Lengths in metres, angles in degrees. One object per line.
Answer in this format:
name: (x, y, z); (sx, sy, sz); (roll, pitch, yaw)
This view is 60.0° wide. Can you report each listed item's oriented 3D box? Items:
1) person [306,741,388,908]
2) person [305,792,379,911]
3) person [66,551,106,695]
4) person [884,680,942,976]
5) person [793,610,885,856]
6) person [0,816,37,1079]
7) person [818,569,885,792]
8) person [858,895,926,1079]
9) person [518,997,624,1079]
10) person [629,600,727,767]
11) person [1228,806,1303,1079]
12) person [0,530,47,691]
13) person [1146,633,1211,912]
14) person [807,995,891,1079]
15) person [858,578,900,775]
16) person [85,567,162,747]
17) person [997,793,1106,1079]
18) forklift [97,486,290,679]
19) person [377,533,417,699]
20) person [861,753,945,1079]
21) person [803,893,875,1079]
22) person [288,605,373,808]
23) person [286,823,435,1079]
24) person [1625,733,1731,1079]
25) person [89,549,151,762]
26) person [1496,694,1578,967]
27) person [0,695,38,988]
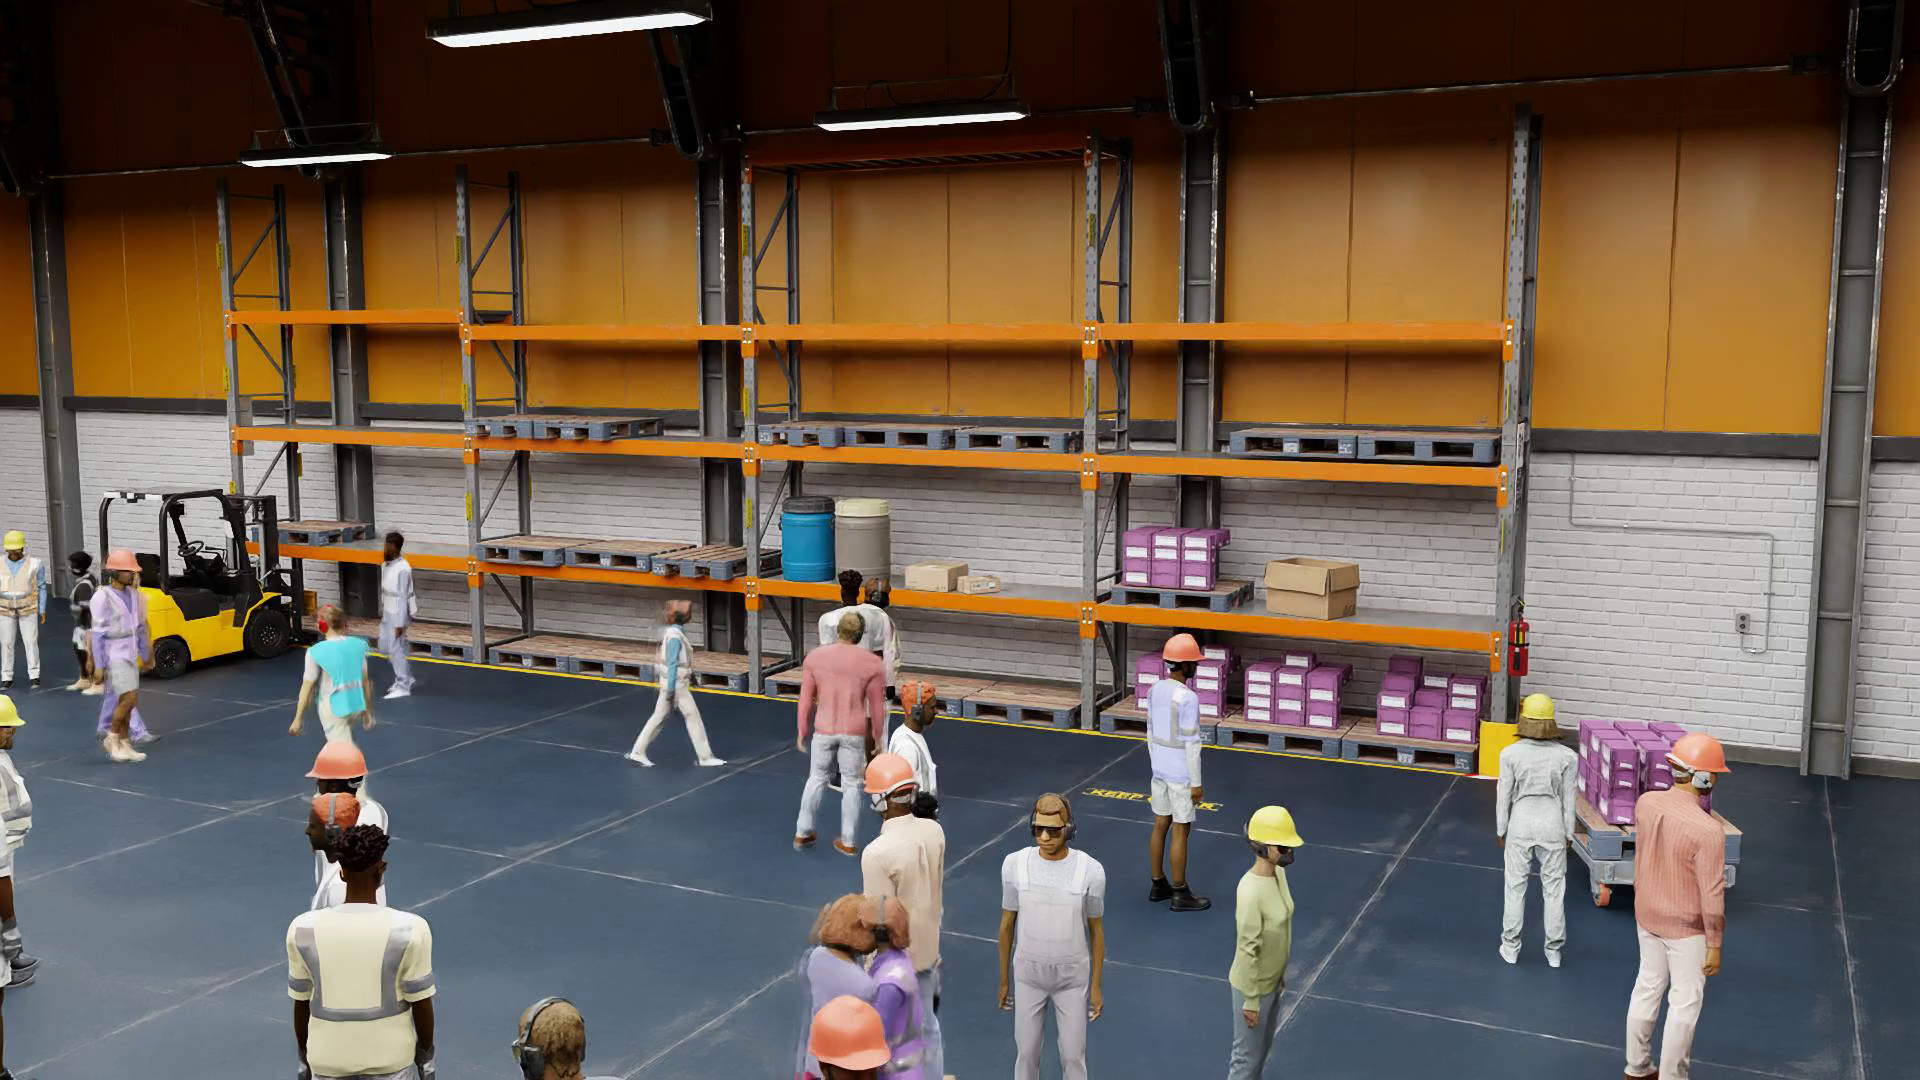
person: (-3.149, 1.986, 8.561); (0.361, 1.939, 0.543); (0, 7, 3)
person: (-2.885, 2.104, 7.823); (0.356, 1.883, 0.573); (-2, 7, -14)
person: (-9.779, 0.930, 18.430); (0.515, 1.655, 0.584); (-2, 7, -19)
person: (-0.294, 1.802, 10.344); (0.358, 1.880, 0.575); (0, 7, 1)
person: (-0.940, 1.491, 12.863); (0.749, 1.911, 0.498); (0, 7, 4)
person: (-5.124, 1.970, 8.581); (0.600, 1.967, 0.367); (1, 7, 11)
person: (-0.958, 1.235, 14.659); (0.609, 1.965, 0.369); (-3, 7, -20)
person: (-0.298, 2.321, 7.222); (0.881, 1.593, 0.505); (-1, 7, -7)
person: (-1.249, 2.392, 5.266); (0.373, 1.930, 0.637); (4, 8, 29)
person: (-2.660, 1.331, 15.398); (0.882, 1.590, 0.504); (-2, 7, -12)
person: (1.474, 2.139, 8.010); (0.329, 1.767, 0.528); (3, 8, 26)
person: (-10.698, 0.793, 18.880); (0.586, 1.827, 0.403); (-3, 8, -23)
person: (1.527, 1.613, 11.643); (0.371, 1.939, 0.543); (-3, 8, -25)
person: (-0.353, 2.383, 5.276); (0.546, 1.942, 0.352); (-3, 8, -26)
person: (-0.756, 1.255, 15.037); (0.429, 1.837, 0.620); (-5, 8, -33)
person: (-8.142, 1.128, 16.238); (0.973, 1.786, 0.578); (2, 7, 19)
person: (0.432, 2.107, 7.947); (0.514, 1.845, 0.339); (1, 7, 10)
forklift: (-9.426, 0.454, 20.179); (1.214, 2.155, 2.313); (3, 8, 26)
person: (-6.220, 0.832, 18.408); (0.391, 1.868, 0.687); (-5, 9, -36)
person: (-0.305, 2.018, 8.100); (0.401, 1.984, 0.619); (4, 8, 31)
person: (-0.510, 2.320, 7.243); (0.846, 1.588, 0.499); (-6, 9, -39)
person: (-5.197, 1.431, 13.681); (0.920, 1.799, 0.595); (3, 7, 22)
person: (-2.515, 2.165, 7.034); (0.598, 1.958, 0.373); (-1, 7, -5)
person: (3.716, 1.966, 8.574); (0.410, 1.980, 0.624); (-2, 7, -16)
person: (-7.816, 1.095, 15.558); (0.424, 2.028, 0.644); (1, 7, 7)
person: (3.669, 1.840, 10.609); (0.485, 1.737, 0.321); (2, 7, 14)
person: (-5.919, 1.846, 10.221); (0.403, 1.820, 0.603); (-4, 8, -29)
